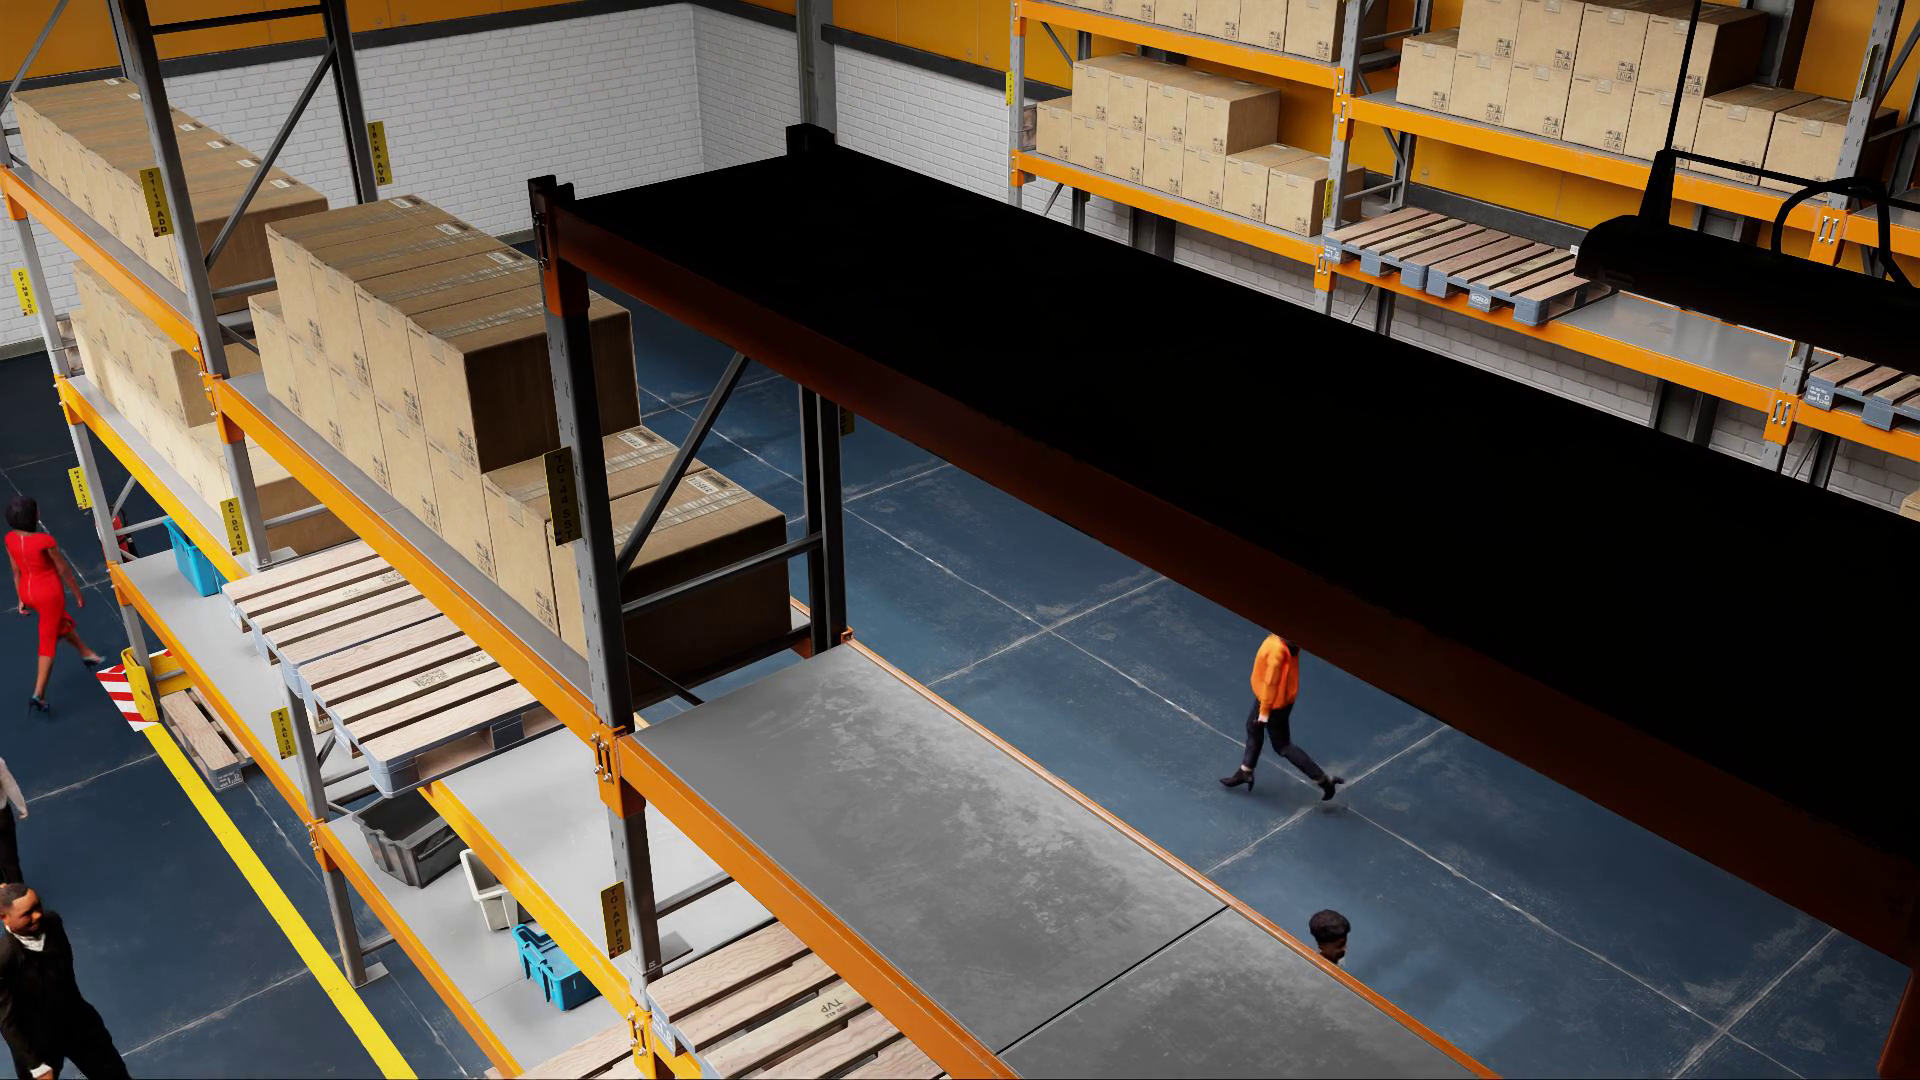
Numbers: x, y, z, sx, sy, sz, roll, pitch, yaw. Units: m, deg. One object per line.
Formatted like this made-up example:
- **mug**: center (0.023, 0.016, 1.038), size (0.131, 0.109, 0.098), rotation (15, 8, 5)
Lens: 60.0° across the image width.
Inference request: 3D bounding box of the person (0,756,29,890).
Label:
- **person**: center (-6.173, 1.817, 10.563), size (0.626, 1.474, 0.627), rotation (-12, 31, -22)

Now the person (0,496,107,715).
- **person**: center (-7.030, 0.532, 12.691), size (1.114, 1.691, 1.092), rotation (6, 29, 10)

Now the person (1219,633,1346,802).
- **person**: center (2.296, 1.126, 11.571), size (1.198, 1.720, 0.978), rotation (10, 30, 18)

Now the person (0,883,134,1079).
- **person**: center (-4.851, 2.581, 8.748), size (1.312, 1.870, 1.040), rotation (12, 31, 21)

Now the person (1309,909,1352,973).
- **person**: center (1.981, 2.583, 9.410), size (0.832, 1.232, 0.546), rotation (25, 37, 37)
